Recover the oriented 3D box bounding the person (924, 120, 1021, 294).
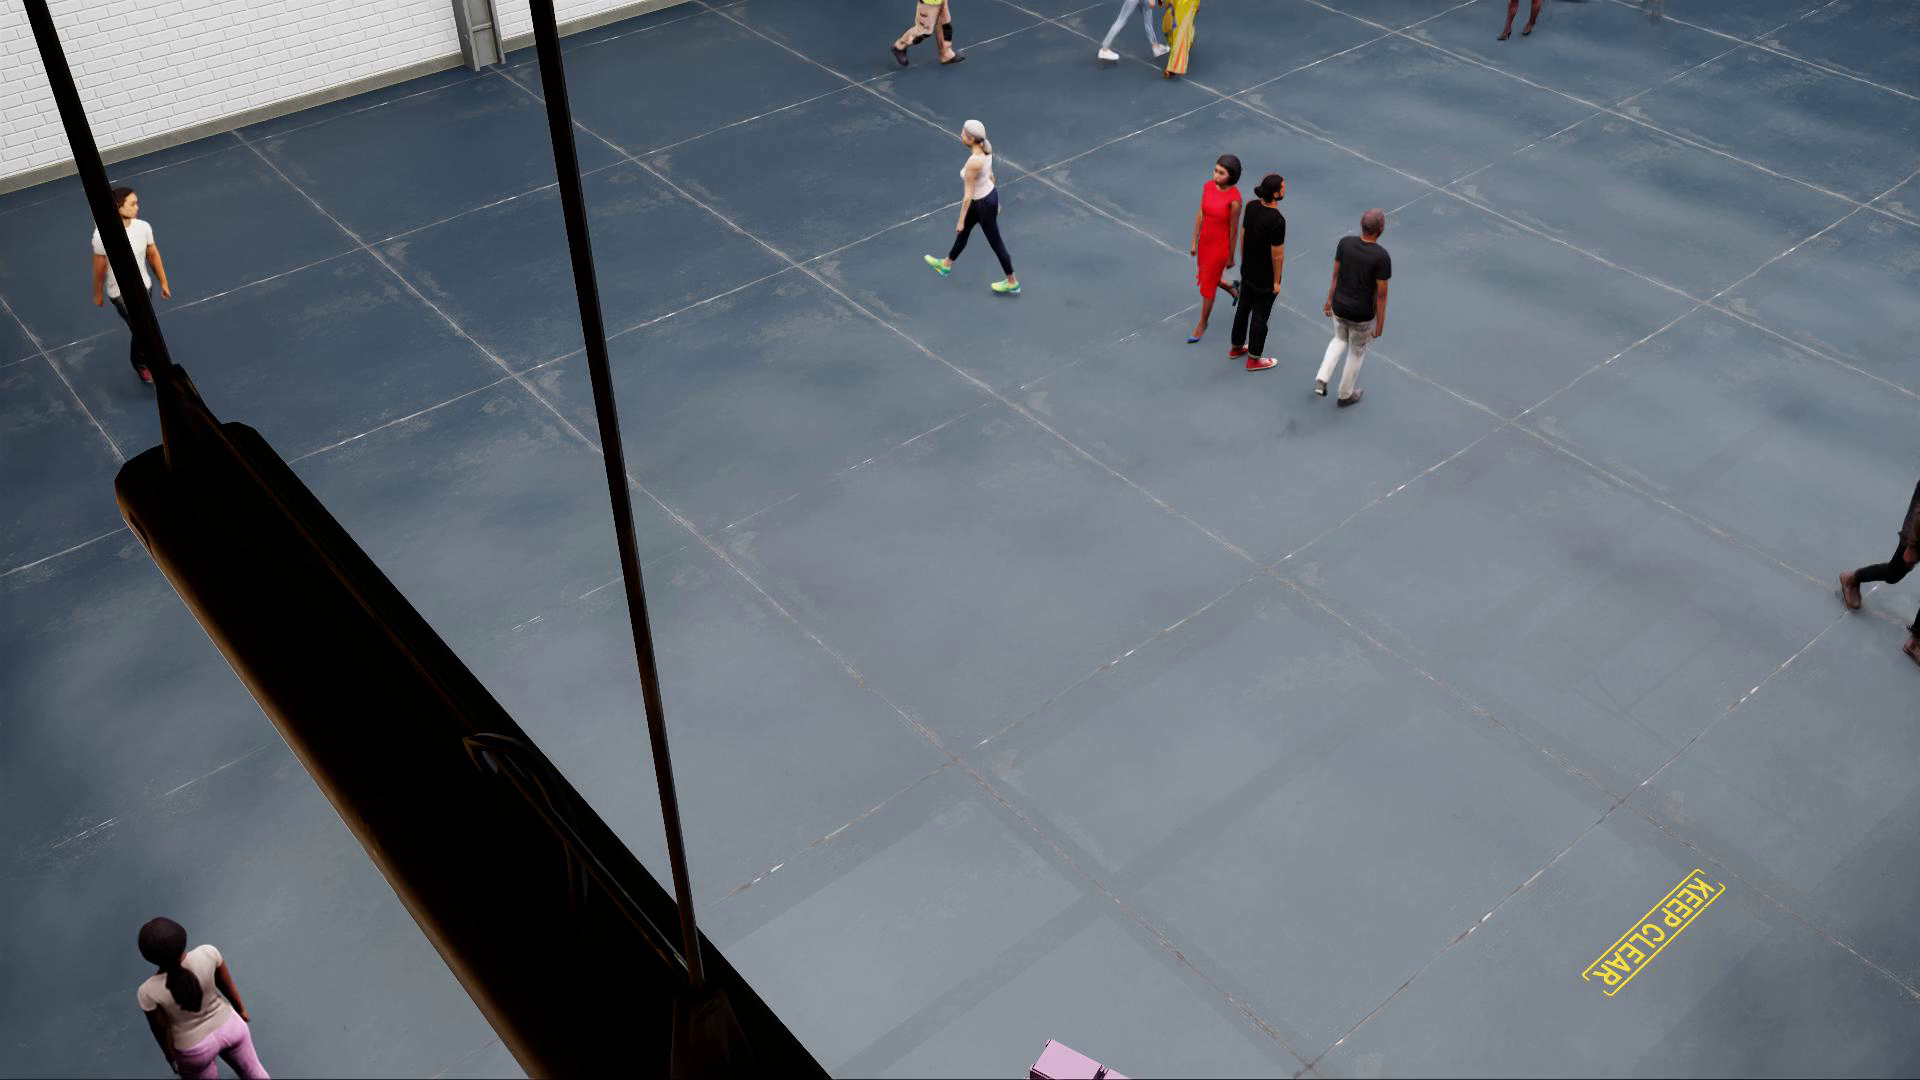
[{"bbox_3d":[0.296,-2.945,14.961,1.116,1.652,1.180,11,40,13],"label":"person"}]

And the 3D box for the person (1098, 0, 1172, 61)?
[{"bbox_3d":[1.954,-6.290,19.155,1.234,1.644,1.030,-6,39,-7],"label":"person"}]

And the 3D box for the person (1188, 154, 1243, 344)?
[{"bbox_3d":[2.261,-2.545,14.402,0.917,1.725,0.580,-27,46,-30],"label":"person"}]

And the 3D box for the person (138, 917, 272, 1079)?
[{"bbox_3d":[-3.684,2.444,8.144,0.646,1.738,0.494,30,47,32],"label":"person"}]

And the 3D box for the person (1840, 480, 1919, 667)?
[{"bbox_3d":[6.484,-0.054,11.223,1.221,1.799,1.125,-7,39,-8],"label":"person"}]

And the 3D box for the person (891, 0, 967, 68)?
[{"bbox_3d":[-0.395,-6.269,18.987,1.171,1.822,1.126,4,39,4],"label":"person"}]

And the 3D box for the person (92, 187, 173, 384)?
[{"bbox_3d":[-6.926,-2.064,13.779,0.968,1.750,0.972,27,46,30],"label":"person"}]

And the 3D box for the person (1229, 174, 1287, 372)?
[{"bbox_3d":[2.528,-2.267,14.028,0.590,1.757,0.664,-20,43,-23],"label":"person"}]

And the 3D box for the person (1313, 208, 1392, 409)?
[{"bbox_3d":[3.131,-1.819,13.440,0.718,1.790,0.794,31,48,33],"label":"person"}]

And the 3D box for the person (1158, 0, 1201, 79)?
[{"bbox_3d":[2.570,-6.170,19.019,0.884,1.627,1.163,26,46,29],"label":"person"}]

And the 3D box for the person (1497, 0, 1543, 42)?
[{"bbox_3d":[6.854,-6.776,19.745,0.890,1.667,0.602,-29,47,-31],"label":"person"}]
